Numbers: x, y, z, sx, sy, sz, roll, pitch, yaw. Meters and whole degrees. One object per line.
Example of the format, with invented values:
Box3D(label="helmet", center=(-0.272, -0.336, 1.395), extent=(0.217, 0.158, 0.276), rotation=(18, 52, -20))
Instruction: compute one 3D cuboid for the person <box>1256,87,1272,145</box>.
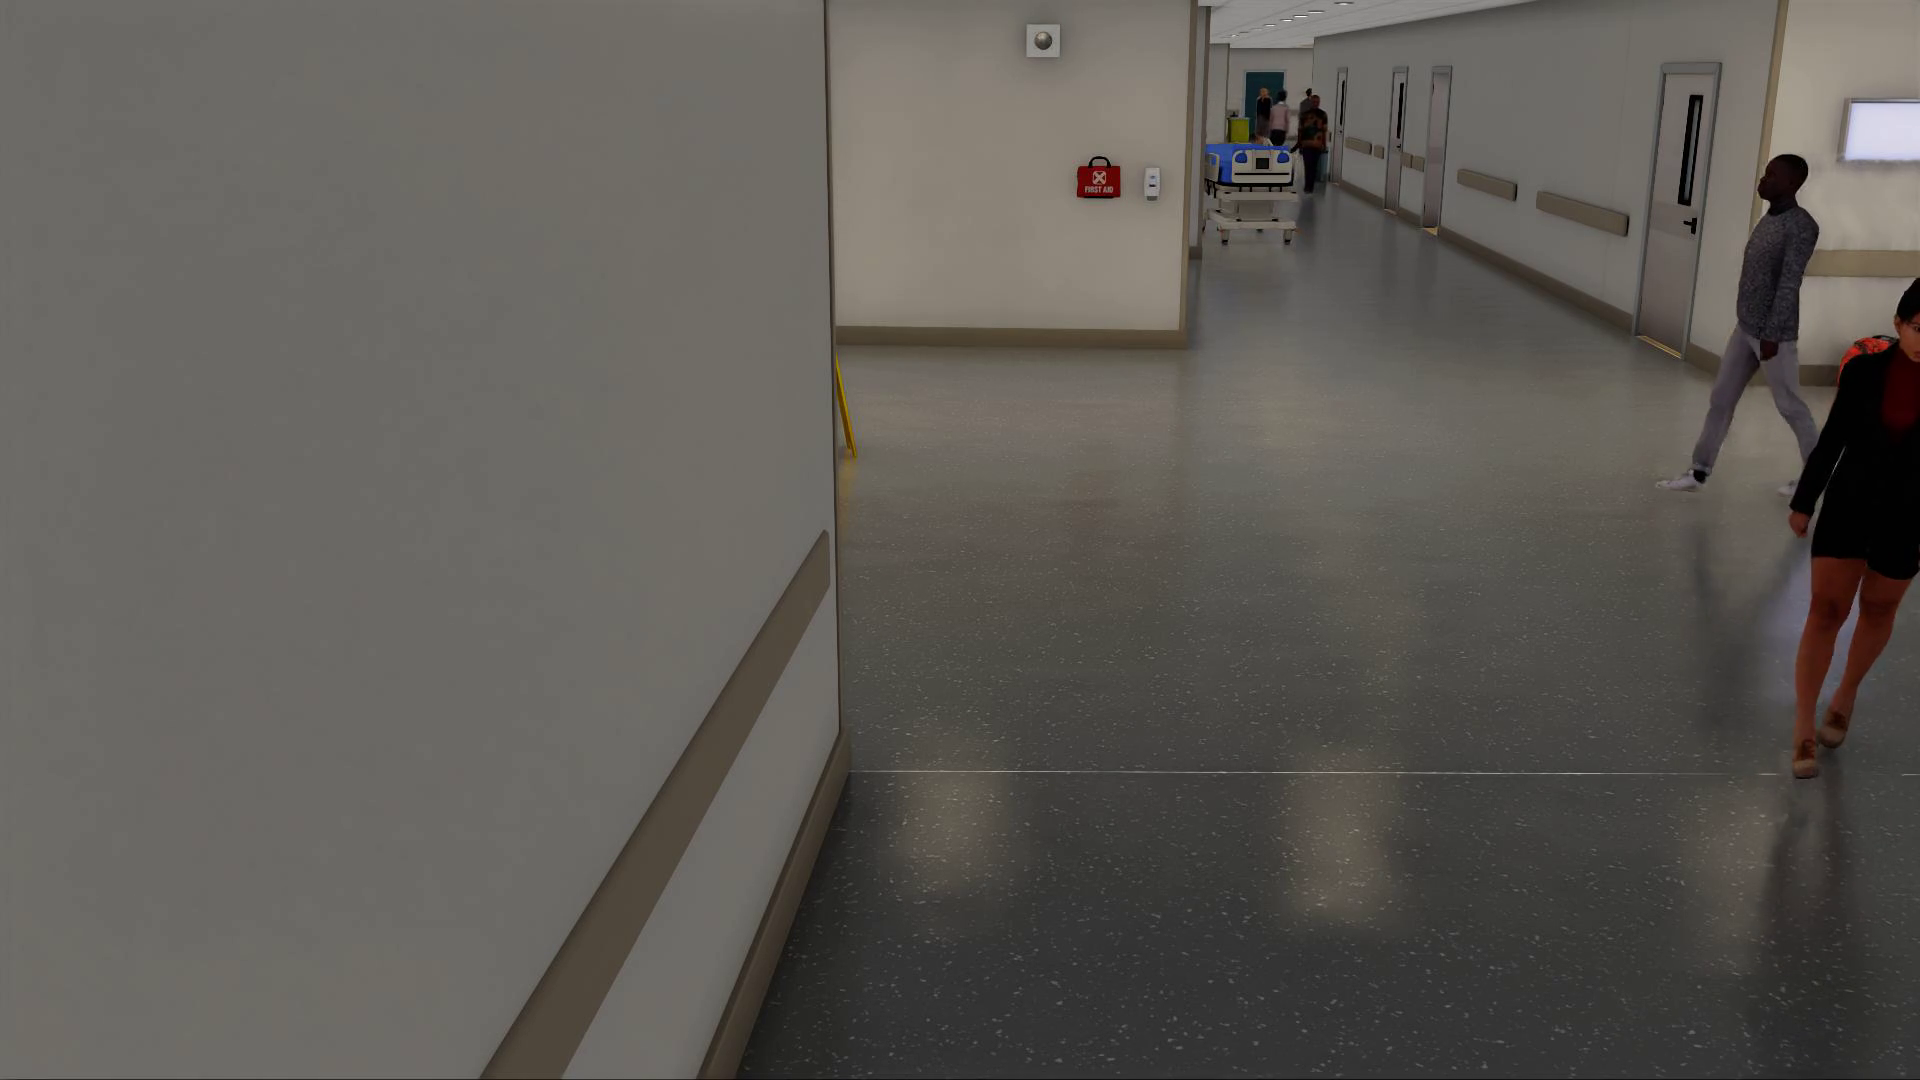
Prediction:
Box3D(label="person", center=(7.965, -10.861, 43.420), extent=(1.054, 1.823, 1.048), rotation=(14, 21, 41))

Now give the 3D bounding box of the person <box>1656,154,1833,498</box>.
Box3D(label="person", center=(4.345, -1.071, 8.742), extent=(1.199, 1.797, 0.797), rotation=(0, 16, -1))

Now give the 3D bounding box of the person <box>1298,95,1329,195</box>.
Box3D(label="person", center=(6.581, -7.377, 31.055), extent=(0.936, 1.786, 0.746), rotation=(1, 16, 5))

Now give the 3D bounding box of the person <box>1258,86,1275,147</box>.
Box3D(label="person", center=(8.788, -12.178, 48.078), extent=(0.854, 1.830, 0.738), rotation=(3, 16, 10))

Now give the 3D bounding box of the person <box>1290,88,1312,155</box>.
Box3D(label="person", center=(8.130, -9.744, 39.438), extent=(1.310, 1.834, 1.125), rotation=(-9, 18, -28))

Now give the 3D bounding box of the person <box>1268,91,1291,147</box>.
Box3D(label="person", center=(7.228, -9.288, 37.893), extent=(1.001, 1.794, 0.875), rotation=(6, 17, 22))

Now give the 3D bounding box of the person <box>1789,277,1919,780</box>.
Box3D(label="person", center=(2.984, -0.035, 5.420), extent=(0.959, 1.605, 0.910), rotation=(9, 18, 30))
